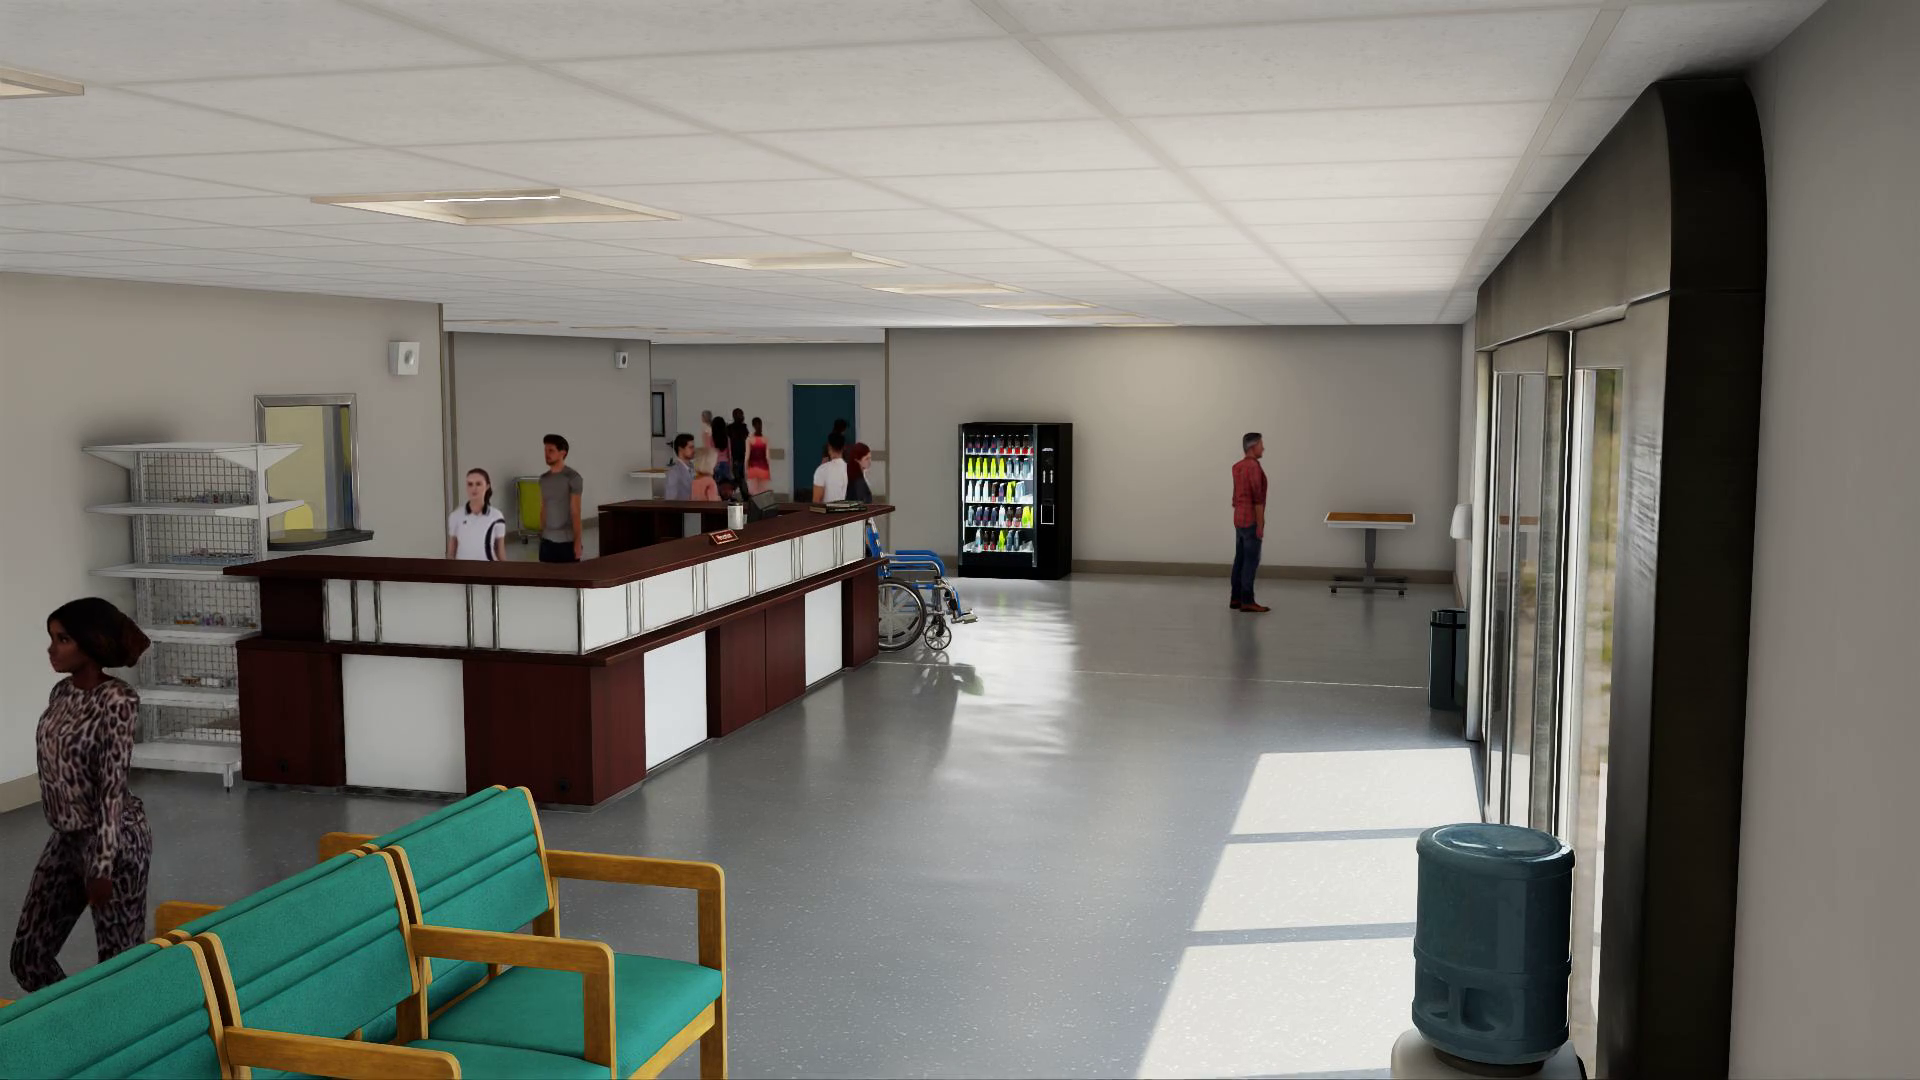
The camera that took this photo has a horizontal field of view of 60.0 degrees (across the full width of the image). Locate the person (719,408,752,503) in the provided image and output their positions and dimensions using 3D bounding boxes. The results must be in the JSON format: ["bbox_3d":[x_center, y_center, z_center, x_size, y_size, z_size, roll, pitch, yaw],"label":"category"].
[{"bbox_3d":[-3.968,-1.410,29.258,1.264,1.816,0.855,3,6,25],"label":"person"}]

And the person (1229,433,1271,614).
[{"bbox_3d":[2.966,-0.193,17.093,0.740,1.829,0.769,-1,6,-14],"label":"person"}]

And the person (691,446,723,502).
[{"bbox_3d":[-2.544,-0.052,16.256,0.769,1.715,0.802,5,7,39],"label":"person"}]

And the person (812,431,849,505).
[{"bbox_3d":[-1.166,-0.120,16.391,1.082,1.824,1.183,-4,7,-34],"label":"person"}]

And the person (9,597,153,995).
[{"bbox_3d":[-2.783,1.035,5.523,0.651,1.703,0.733,3,7,30],"label":"person"}]

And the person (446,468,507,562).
[{"bbox_3d":[-3.529,0.366,12.190,1.182,1.698,0.903,0,6,-4],"label":"person"}]

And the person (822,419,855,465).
[{"bbox_3d":[-1.513,-0.607,21.286,1.131,1.814,1.066,-2,6,-15],"label":"person"}]

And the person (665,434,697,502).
[{"bbox_3d":[-2.822,-0.120,16.425,1.148,1.818,0.703,1,6,11],"label":"person"}]

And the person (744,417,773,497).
[{"bbox_3d":[-3.152,-1.032,25.988,1.119,1.718,1.033,-2,6,-18],"label":"person"}]

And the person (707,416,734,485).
[{"bbox_3d":[-3.850,-1.105,26.806,1.145,1.700,1.106,-2,6,-20],"label":"person"}]

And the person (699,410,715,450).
[{"bbox_3d":[-4.737,-1.587,31.428,0.554,1.734,0.603,1,6,12],"label":"person"}]

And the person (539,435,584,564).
[{"bbox_3d":[-3.514,0.006,14.908,1.064,1.870,0.859,3,6,27],"label":"person"}]
